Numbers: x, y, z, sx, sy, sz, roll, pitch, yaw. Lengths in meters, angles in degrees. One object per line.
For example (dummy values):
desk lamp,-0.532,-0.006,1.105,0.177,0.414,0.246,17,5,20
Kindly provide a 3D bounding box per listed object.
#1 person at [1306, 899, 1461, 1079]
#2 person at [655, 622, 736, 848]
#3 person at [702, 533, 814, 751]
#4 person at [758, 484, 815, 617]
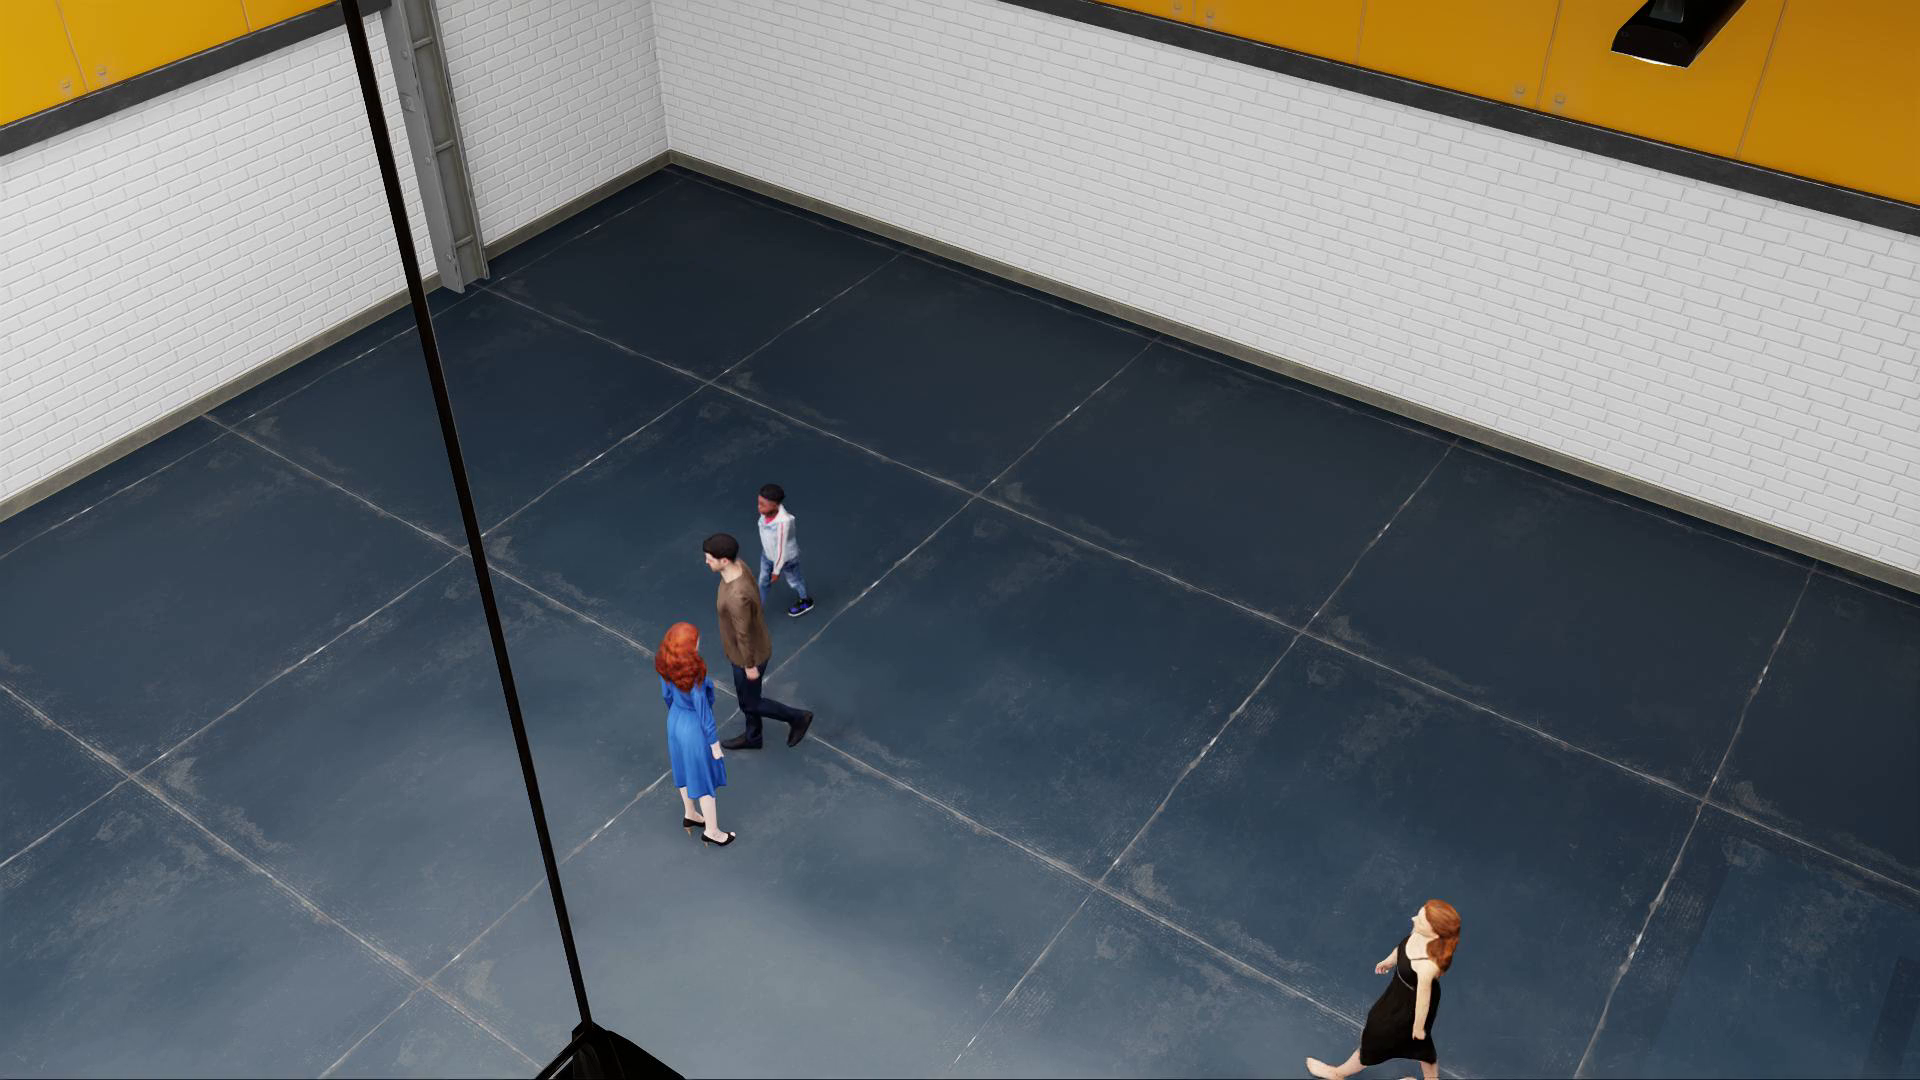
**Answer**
person,2.560,2.534,9.061,0.797,1.593,0.974,13,41,16
person,-1.687,1.243,10.490,0.630,1.828,0.656,-30,48,-32
person,-1.351,0.699,11.140,1.029,1.866,0.968,-8,39,-10
person,-1.280,0.080,12.426,0.877,1.229,0.629,-27,46,-30
